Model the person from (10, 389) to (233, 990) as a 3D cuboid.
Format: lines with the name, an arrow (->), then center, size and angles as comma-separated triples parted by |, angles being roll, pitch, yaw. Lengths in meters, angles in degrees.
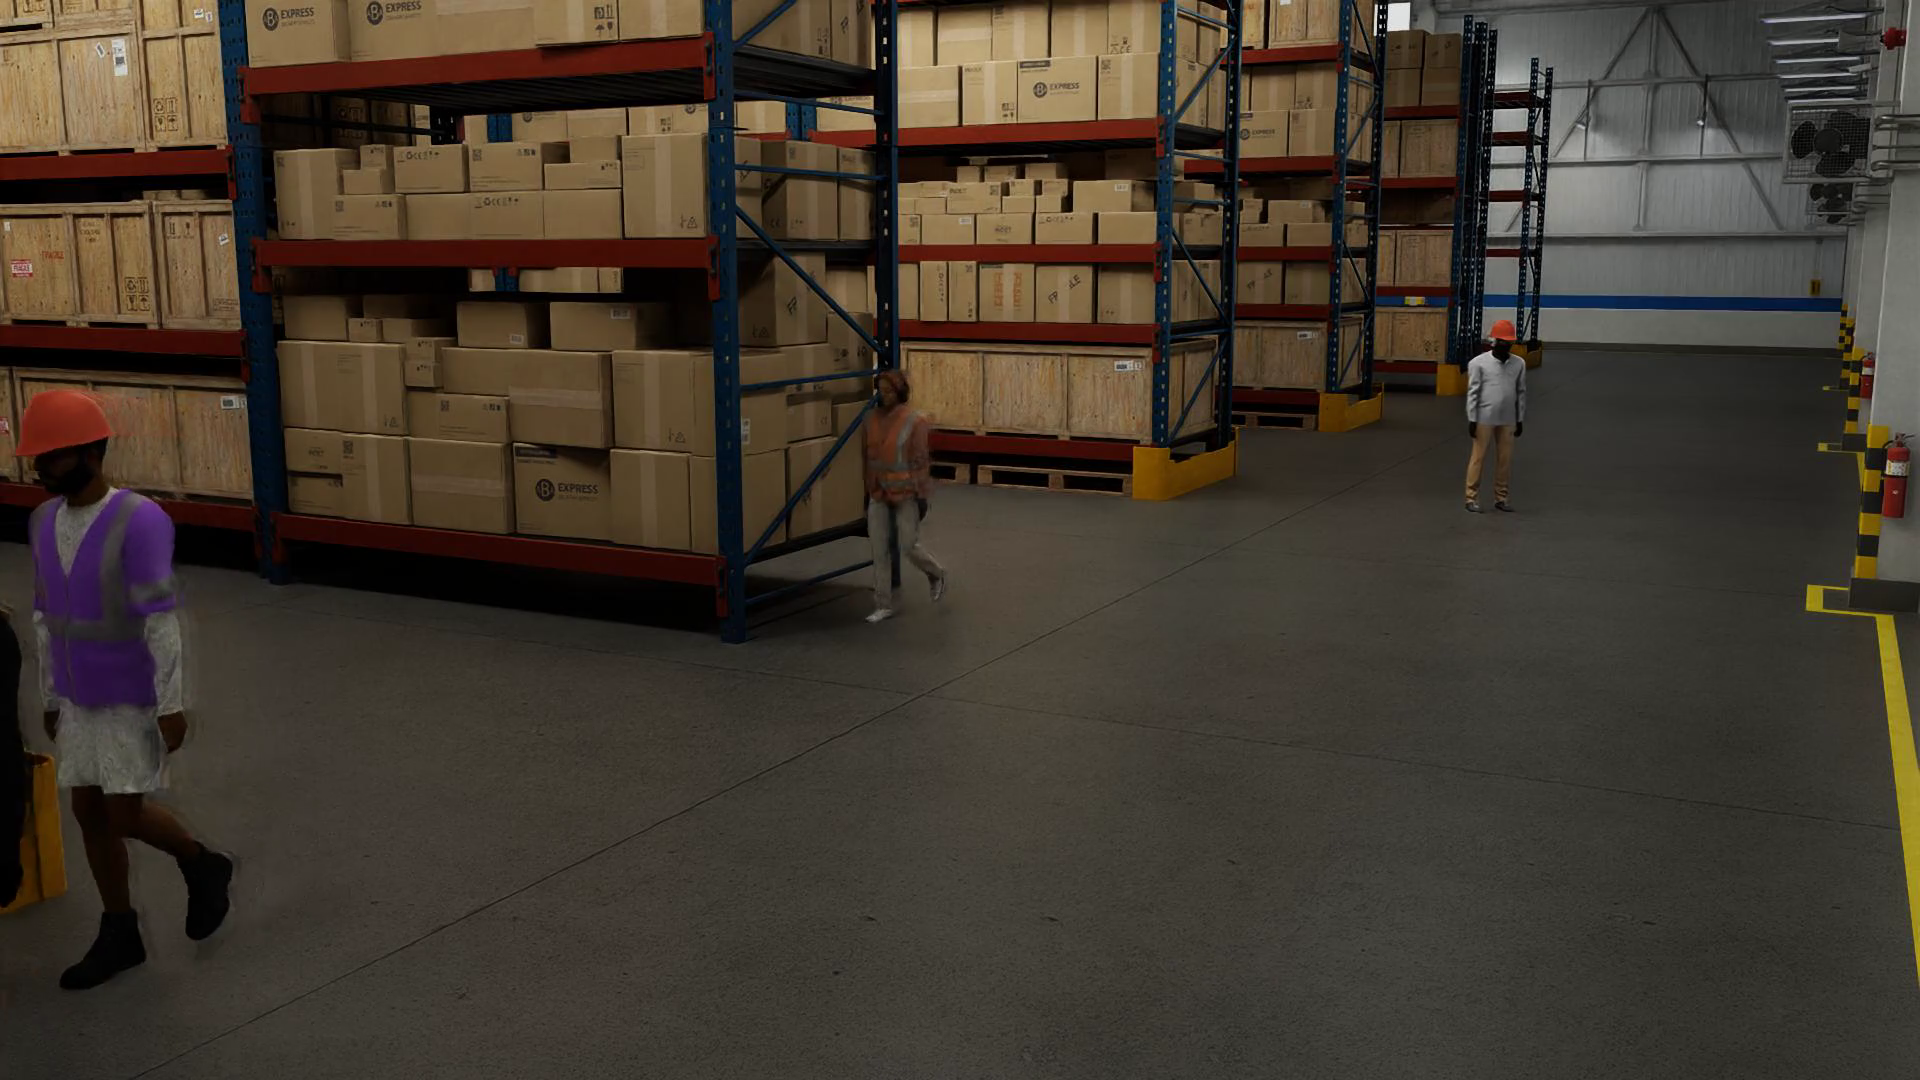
person -> -2.708, 0.464, 5.345 | 0.566, 1.916, 0.515 | 4, 11, 21

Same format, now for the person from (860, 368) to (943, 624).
person -> -0.371, -0.294, 10.617 | 0.519, 1.619, 0.598 | 6, 12, 31

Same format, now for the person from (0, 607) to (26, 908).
person -> -2.602, 0.725, 4.087 | 0.641, 1.827, 0.478 | 0, 10, 3

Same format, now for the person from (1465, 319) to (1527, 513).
person -> 4.819, -1.102, 14.926 | 0.565, 1.742, 0.352 | -2, 10, -10
